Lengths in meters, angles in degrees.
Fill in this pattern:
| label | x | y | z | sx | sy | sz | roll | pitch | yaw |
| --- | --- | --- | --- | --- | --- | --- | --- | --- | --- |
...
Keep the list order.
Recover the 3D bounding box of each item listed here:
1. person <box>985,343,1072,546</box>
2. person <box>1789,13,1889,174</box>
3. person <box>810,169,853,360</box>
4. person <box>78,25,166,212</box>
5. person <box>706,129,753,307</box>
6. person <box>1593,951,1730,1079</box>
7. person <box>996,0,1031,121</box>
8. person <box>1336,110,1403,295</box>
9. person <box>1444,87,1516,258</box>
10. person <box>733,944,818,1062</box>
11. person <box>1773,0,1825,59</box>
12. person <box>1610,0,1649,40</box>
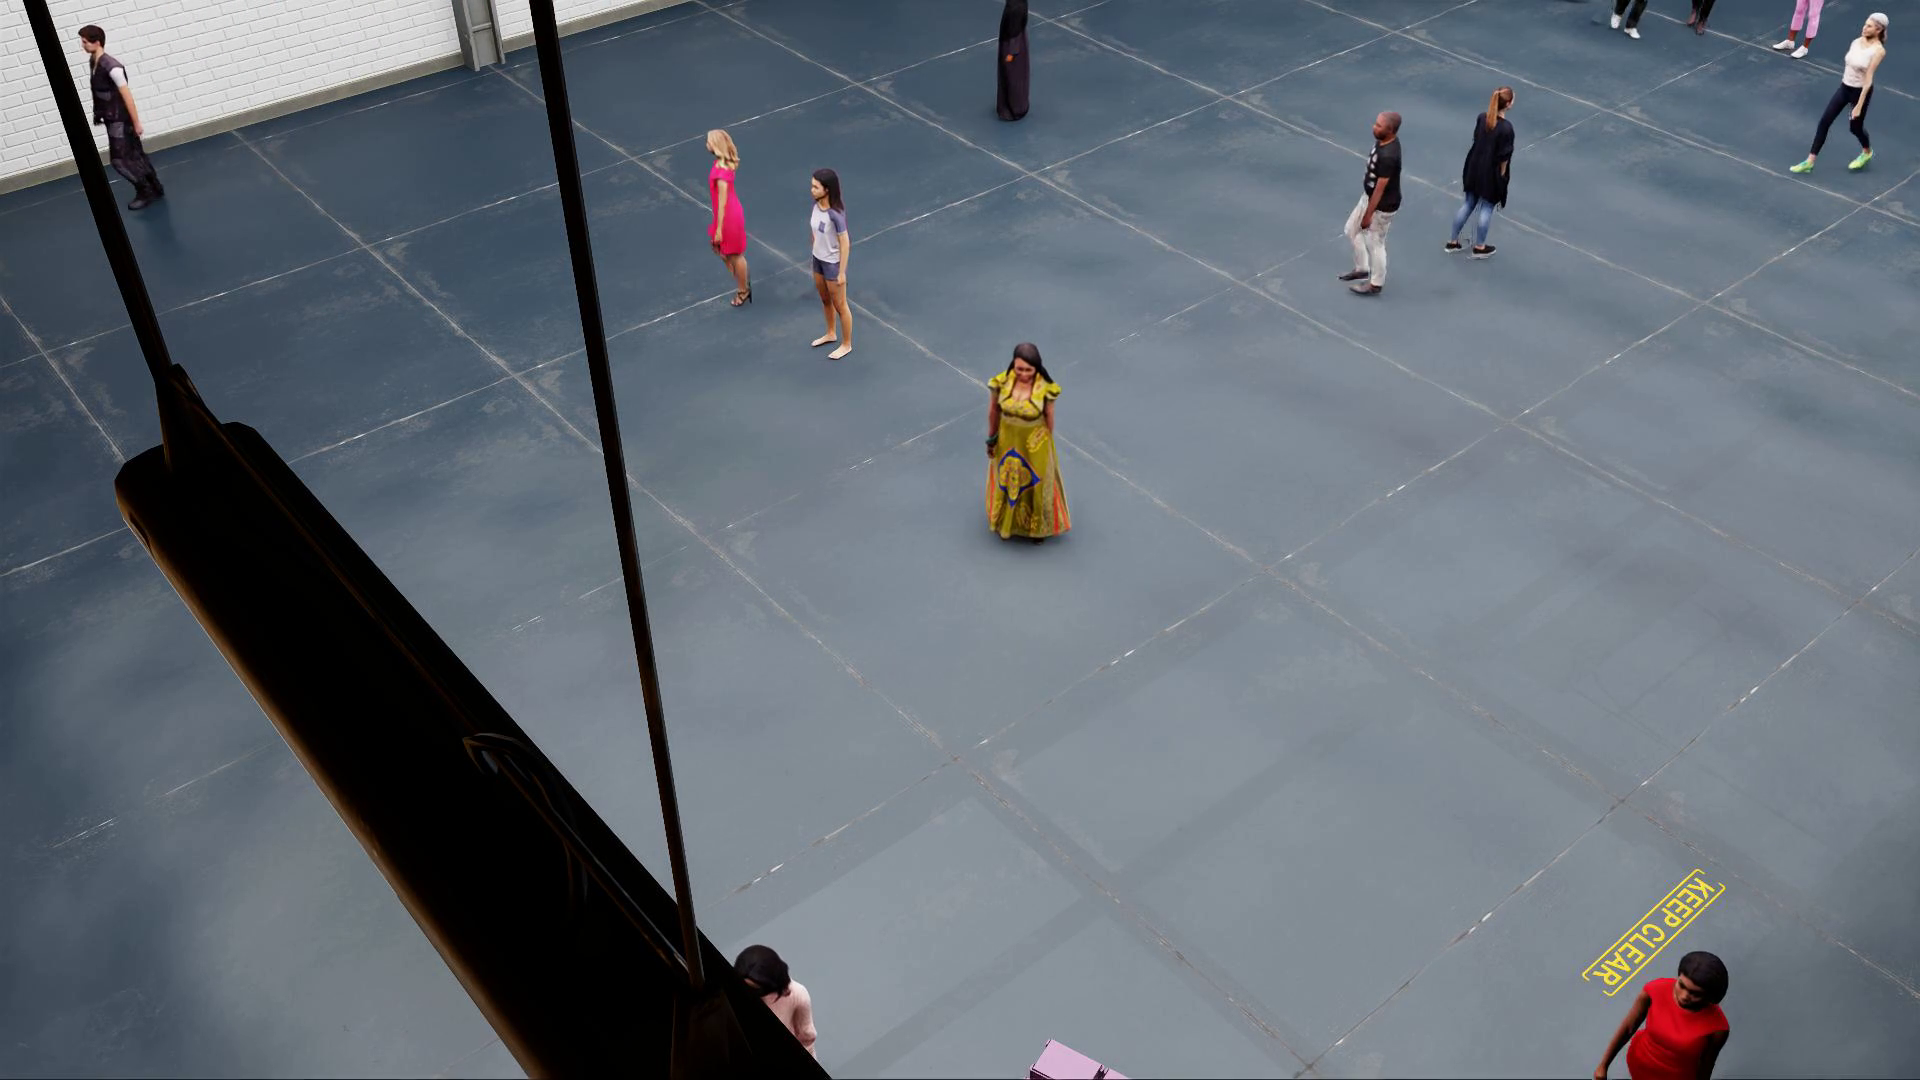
| label | x | y | z | sx | sy | sz | roll | pitch | yaw |
| --- | --- | --- | --- | --- | --- | --- | --- | --- | --- |
| person | 0.448 | -0.752 | 12.211 | 0.985 | 1.657 | 1.019 | 7 | 39 | 9 |
| person | 9.153 | -4.499 | 16.897 | 1.231 | 1.664 | 0.969 | -8 | 39 | -10 |
| person | -1.105 | -2.362 | 14.166 | 0.487 | 1.733 | 0.588 | -26 | 45 | -29 |
| person | -8.191 | -4.186 | 16.369 | 0.654 | 1.833 | 0.658 | -29 | 47 | -32 |
| person | -1.968 | -2.853 | 14.793 | 0.744 | 1.717 | 0.699 | -3 | 39 | -3 |
| person | 3.420 | 2.540 | 8.061 | 1.109 | 1.692 | 0.635 | -31 | 48 | -33 |
| person | 0.595 | -5.377 | 18.036 | 0.774 | 1.614 | 0.706 | 6 | 39 | 7 |
| person | 3.851 | -2.997 | 14.918 | 0.883 | 1.788 | 0.816 | 6 | 39 | 7 |
| person | 4.896 | -3.436 | 15.544 | 0.750 | 1.691 | 0.689 | -20 | 43 | -23 |
| person | -0.923 | 2.518 | 8.029 | 0.719 | 1.766 | 0.770 | 4 | 39 | 6 |
| person | 9.976 | -6.508 | 19.352 | 0.613 | 1.740 | 0.637 | -13 | 41 | -16 |
| person | 8.171 | -6.922 | 19.831 | 0.884 | 1.788 | 0.937 | 0 | 39 | 0 |
